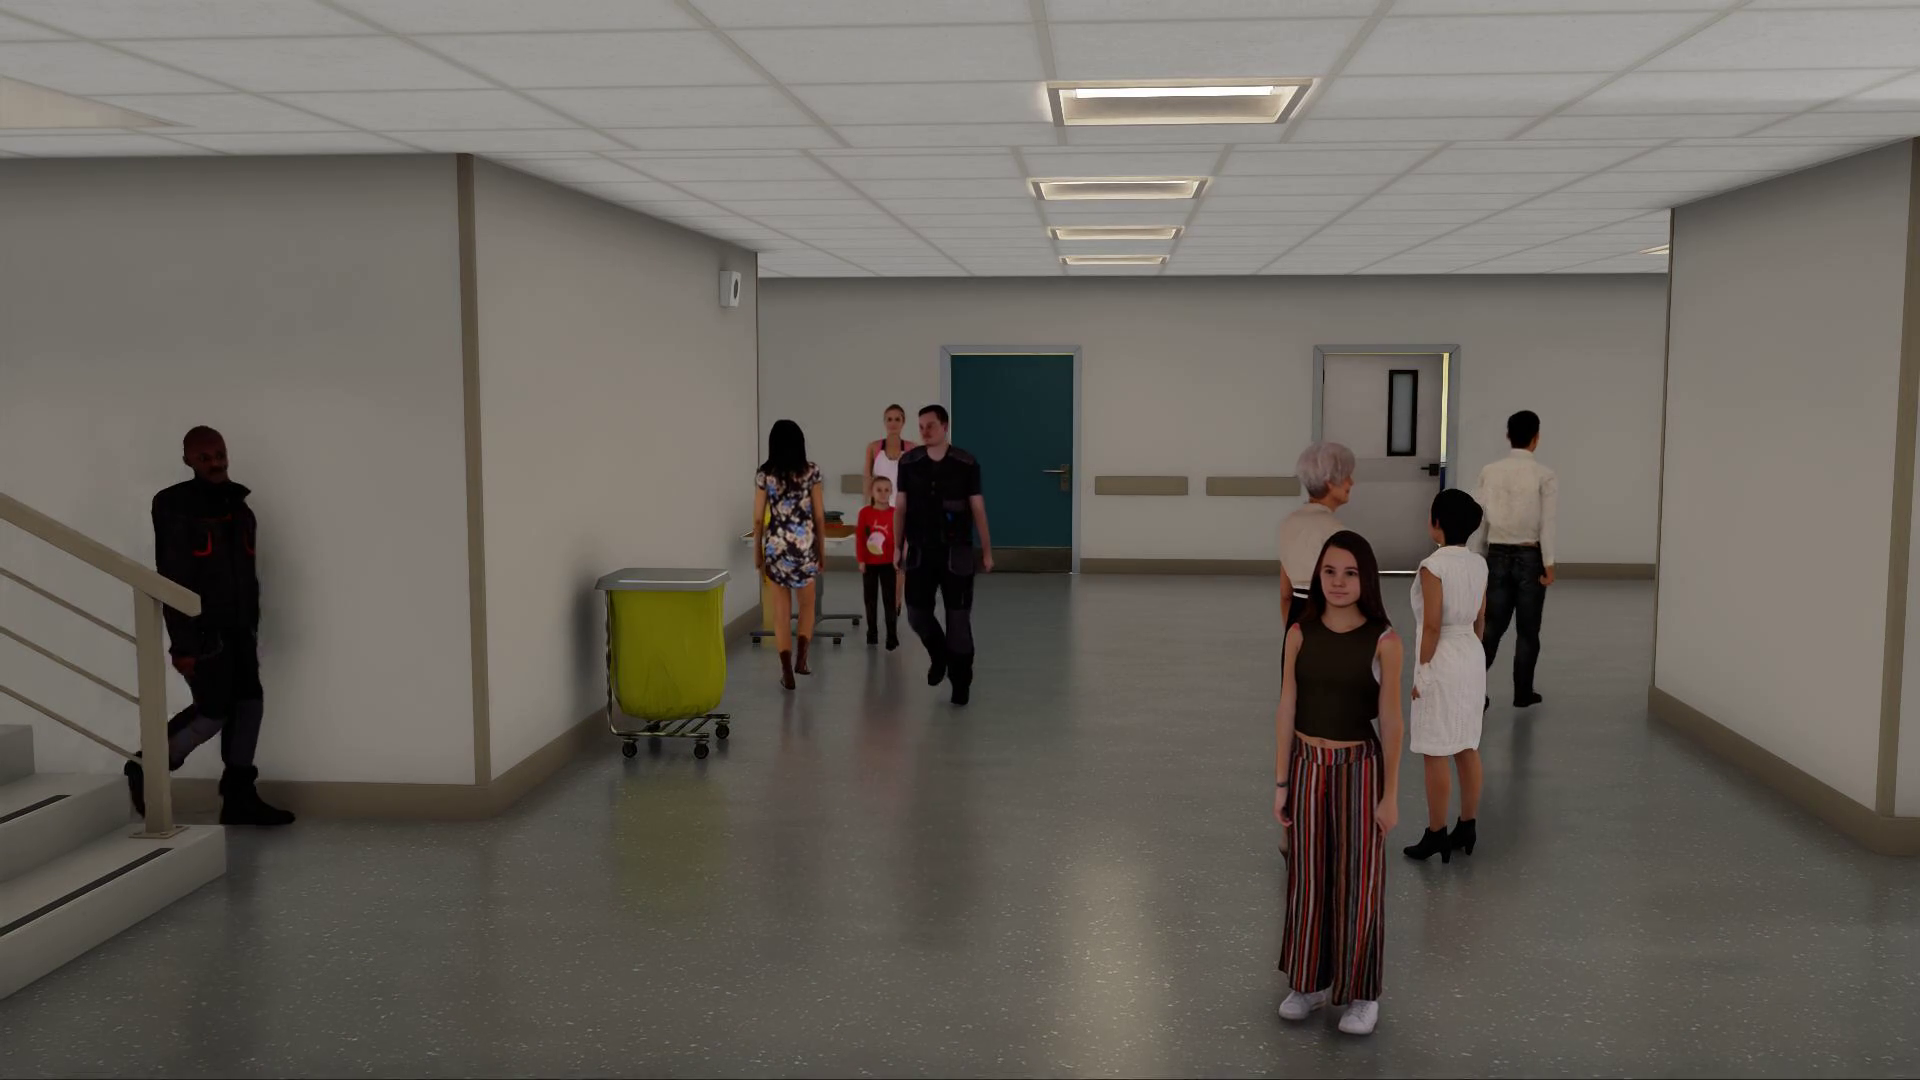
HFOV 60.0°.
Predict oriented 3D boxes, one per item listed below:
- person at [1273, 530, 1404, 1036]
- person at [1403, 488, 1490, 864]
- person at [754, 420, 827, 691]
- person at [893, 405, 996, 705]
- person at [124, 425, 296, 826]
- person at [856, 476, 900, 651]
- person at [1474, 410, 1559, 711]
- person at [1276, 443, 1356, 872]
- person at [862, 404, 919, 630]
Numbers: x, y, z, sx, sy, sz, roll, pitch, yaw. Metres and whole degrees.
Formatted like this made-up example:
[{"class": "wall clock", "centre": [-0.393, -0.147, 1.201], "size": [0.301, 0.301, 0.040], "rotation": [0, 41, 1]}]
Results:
[{"class": "person", "centre": [1.169, 0.737, 5.142], "size": [0.576, 1.559, 0.687], "rotation": [4, 7, 33]}, {"class": "person", "centre": [2.046, 0.557, 6.950], "size": [0.632, 1.556, 0.701], "rotation": [-4, 7, -36]}, {"class": "person", "centre": [-1.081, 0.104, 10.625], "size": [0.618, 1.722, 0.733], "rotation": [-1, 6, -8]}, {"class": "person", "centre": [-0.120, 0.081, 10.299], "size": [0.734, 1.833, 0.905], "rotation": [1, 6, 9]}, {"class": "person", "centre": [-3.377, 0.398, 7.324], "size": [0.973, 1.798, 0.813], "rotation": [1, 6, 12]}, {"class": "person", "centre": [-0.608, 0.182, 12.221], "size": [0.875, 1.247, 0.660], "rotation": [-1, 6, -6]}, {"class": "person", "centre": [3.240, 0.152, 9.825], "size": [1.117, 1.786, 1.104], "rotation": [5, 8, 41]}, {"class": "person", "centre": [1.436, 0.484, 6.691], "size": [0.685, 1.753, 0.707], "rotation": [-2, 6, -21]}, {"class": "person", "centre": [-0.549, -0.176, 13.268], "size": [1.078, 1.750, 0.700], "rotation": [1, 6, 8]}]
